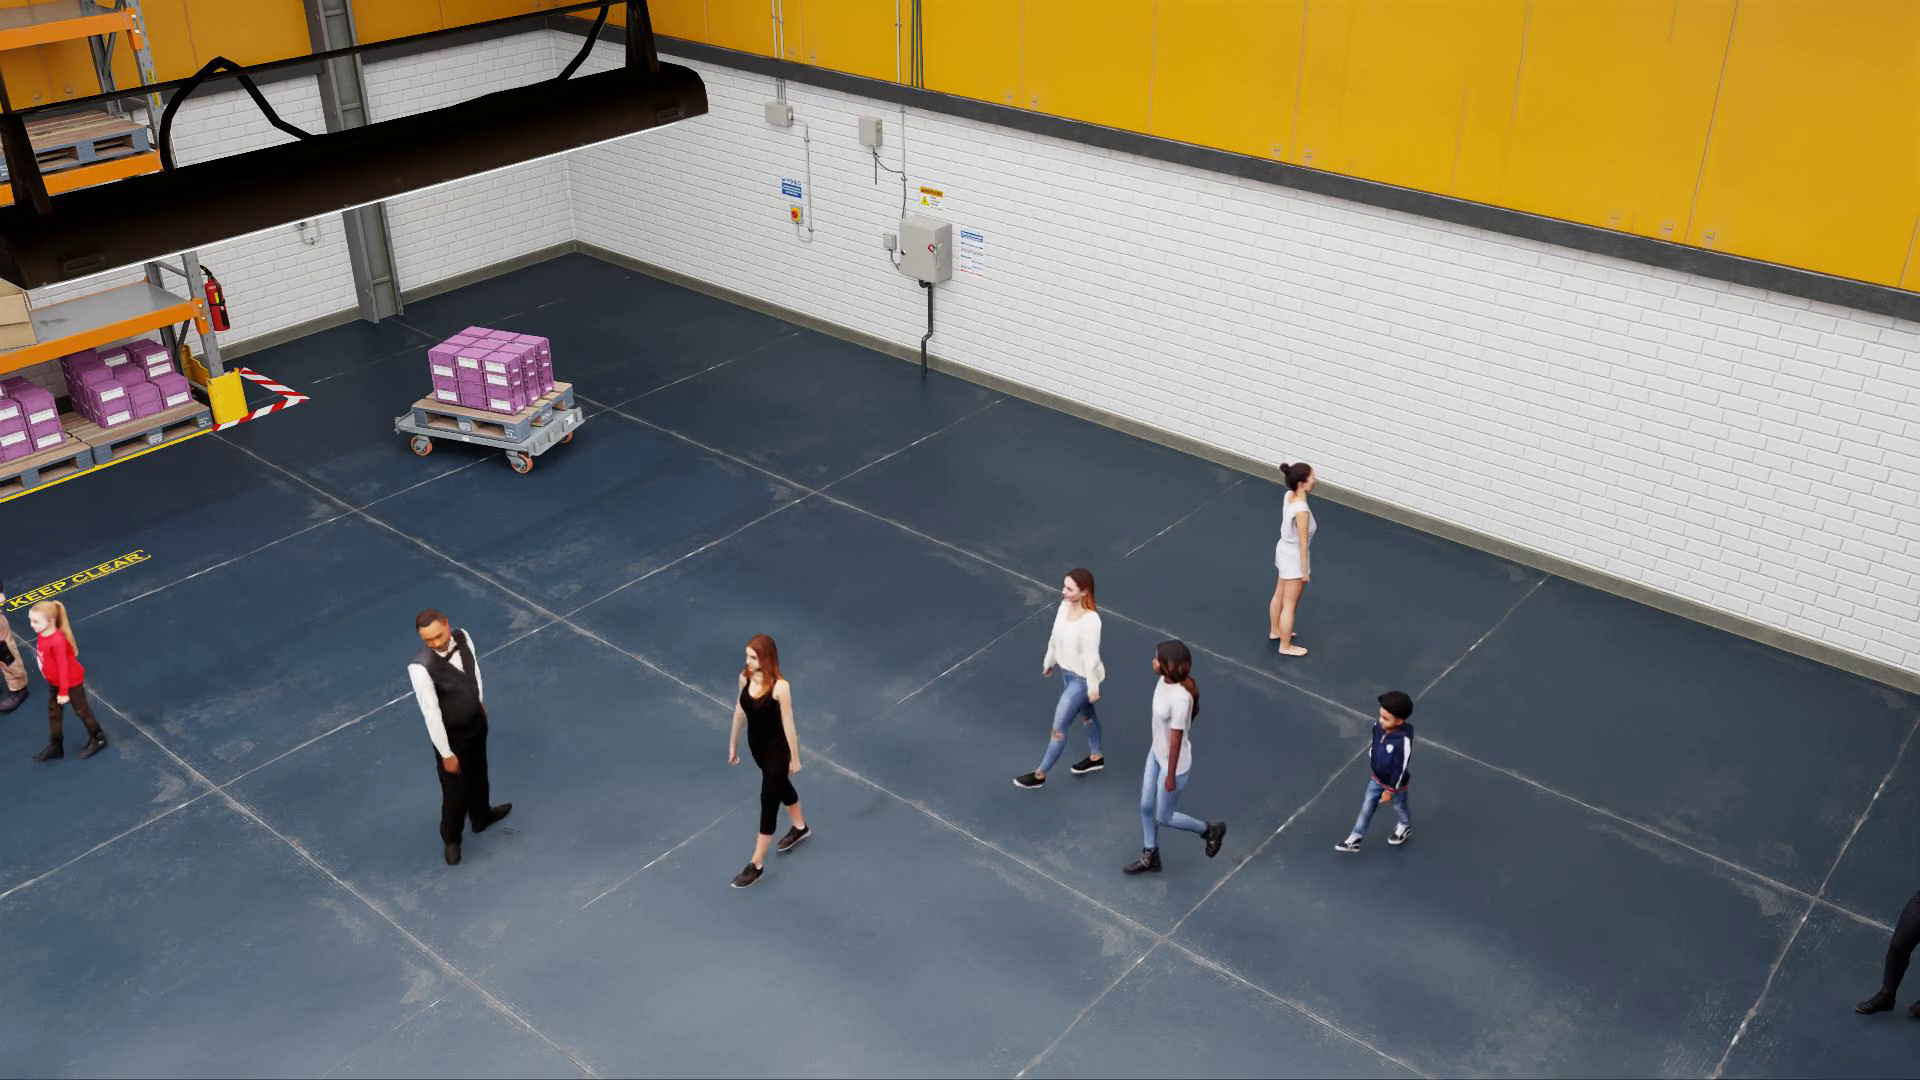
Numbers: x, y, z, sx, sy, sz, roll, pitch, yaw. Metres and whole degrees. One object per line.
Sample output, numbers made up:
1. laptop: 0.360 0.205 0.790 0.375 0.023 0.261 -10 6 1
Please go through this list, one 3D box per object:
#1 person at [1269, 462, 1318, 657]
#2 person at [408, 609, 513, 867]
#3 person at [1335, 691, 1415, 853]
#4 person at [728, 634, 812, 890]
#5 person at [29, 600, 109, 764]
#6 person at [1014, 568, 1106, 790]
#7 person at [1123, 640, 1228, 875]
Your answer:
1. person: 2.593 0.128 12.965 0.723 1.608 0.668 -4 29 -6
2. person: -3.246 1.157 10.784 0.984 1.890 0.711 3 29 5
3. person: 2.853 1.518 10.857 0.907 1.186 0.690 -17 33 -28
4. person: -1.145 1.318 10.691 0.594 1.696 0.995 21 35 34
5. person: -6.289 0.970 11.774 0.525 1.270 0.707 21 35 33
6. person: 0.883 0.930 11.433 1.089 1.667 0.936 -10 30 -18
7. person: 1.395 1.405 10.526 1.009 1.701 0.905 -7 29 -12
